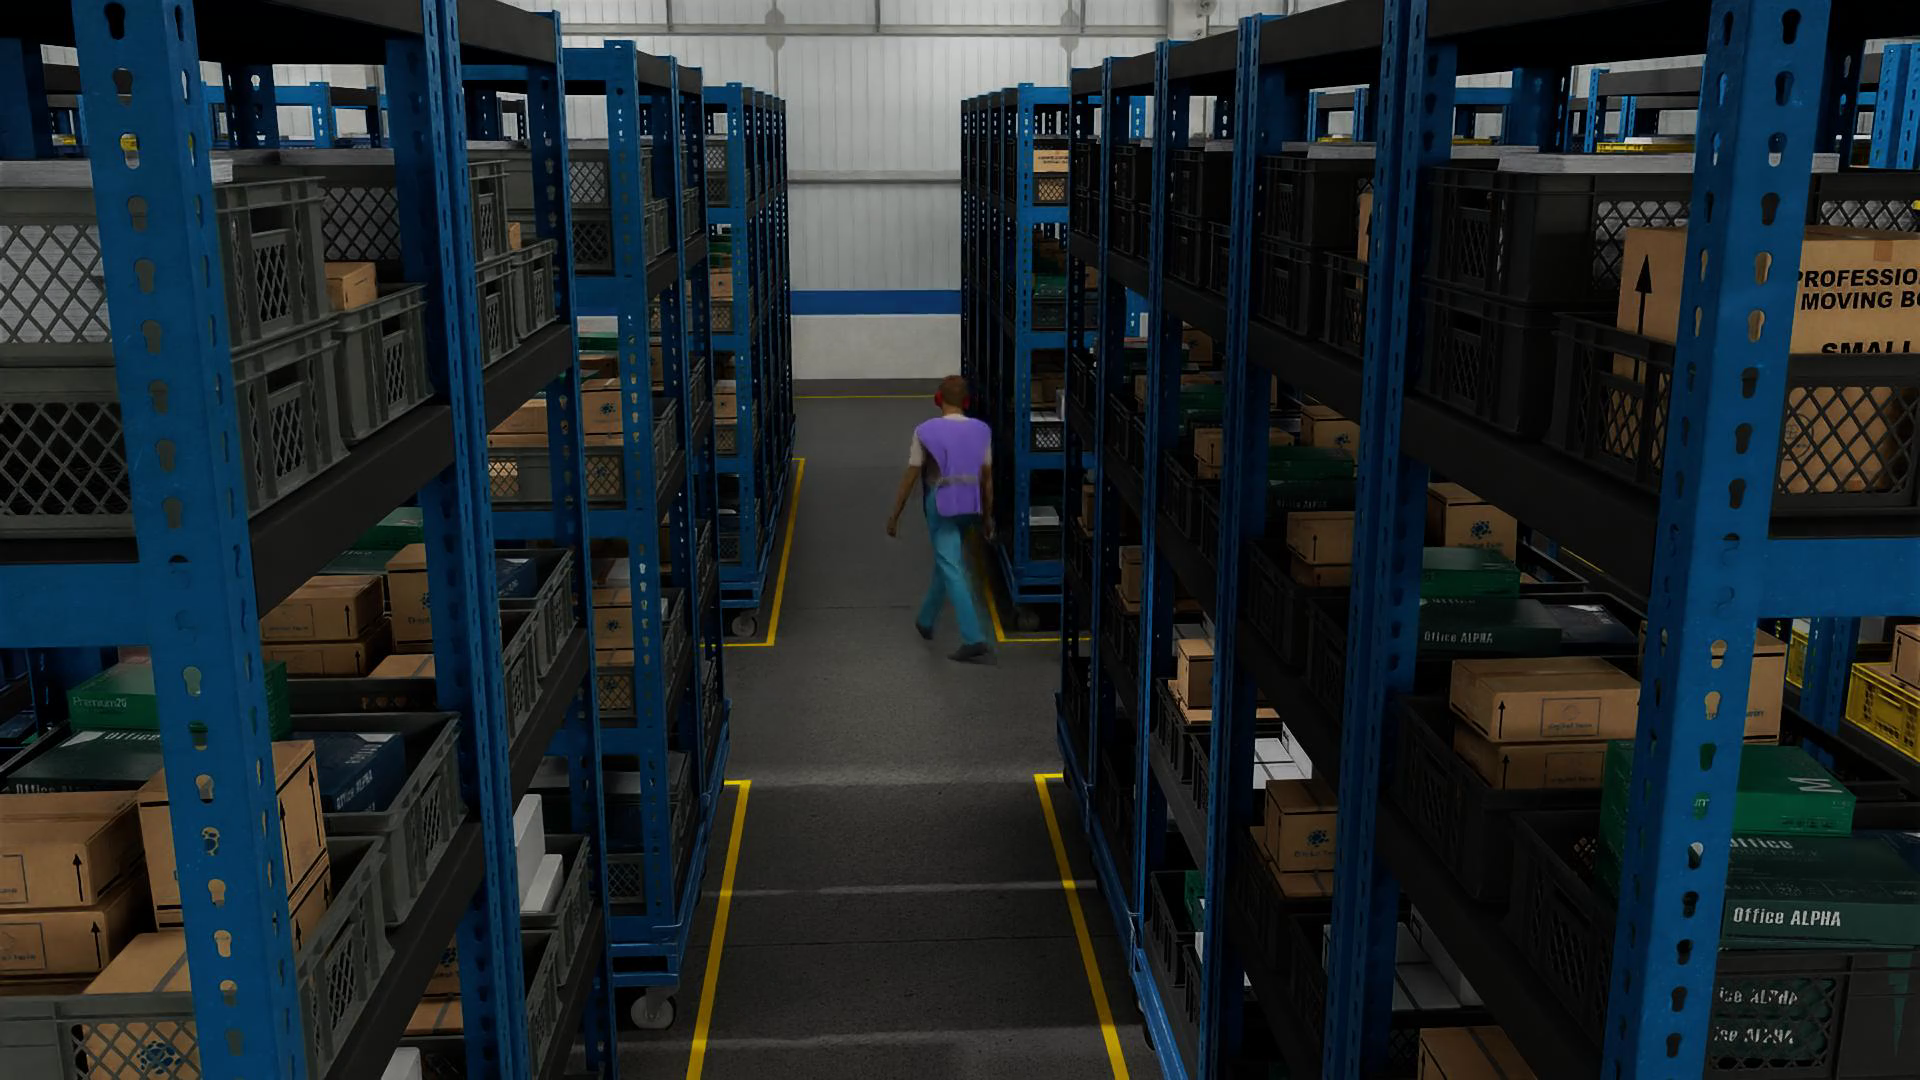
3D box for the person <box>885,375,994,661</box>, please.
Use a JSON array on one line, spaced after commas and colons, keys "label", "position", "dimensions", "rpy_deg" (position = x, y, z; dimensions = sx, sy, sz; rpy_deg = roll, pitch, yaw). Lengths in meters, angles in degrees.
[{"label": "person", "position": [-0.064, -0.153, 10.699], "dimensions": [0.691, 1.784, 0.952], "rpy_deg": [-10, 17, -36]}]
